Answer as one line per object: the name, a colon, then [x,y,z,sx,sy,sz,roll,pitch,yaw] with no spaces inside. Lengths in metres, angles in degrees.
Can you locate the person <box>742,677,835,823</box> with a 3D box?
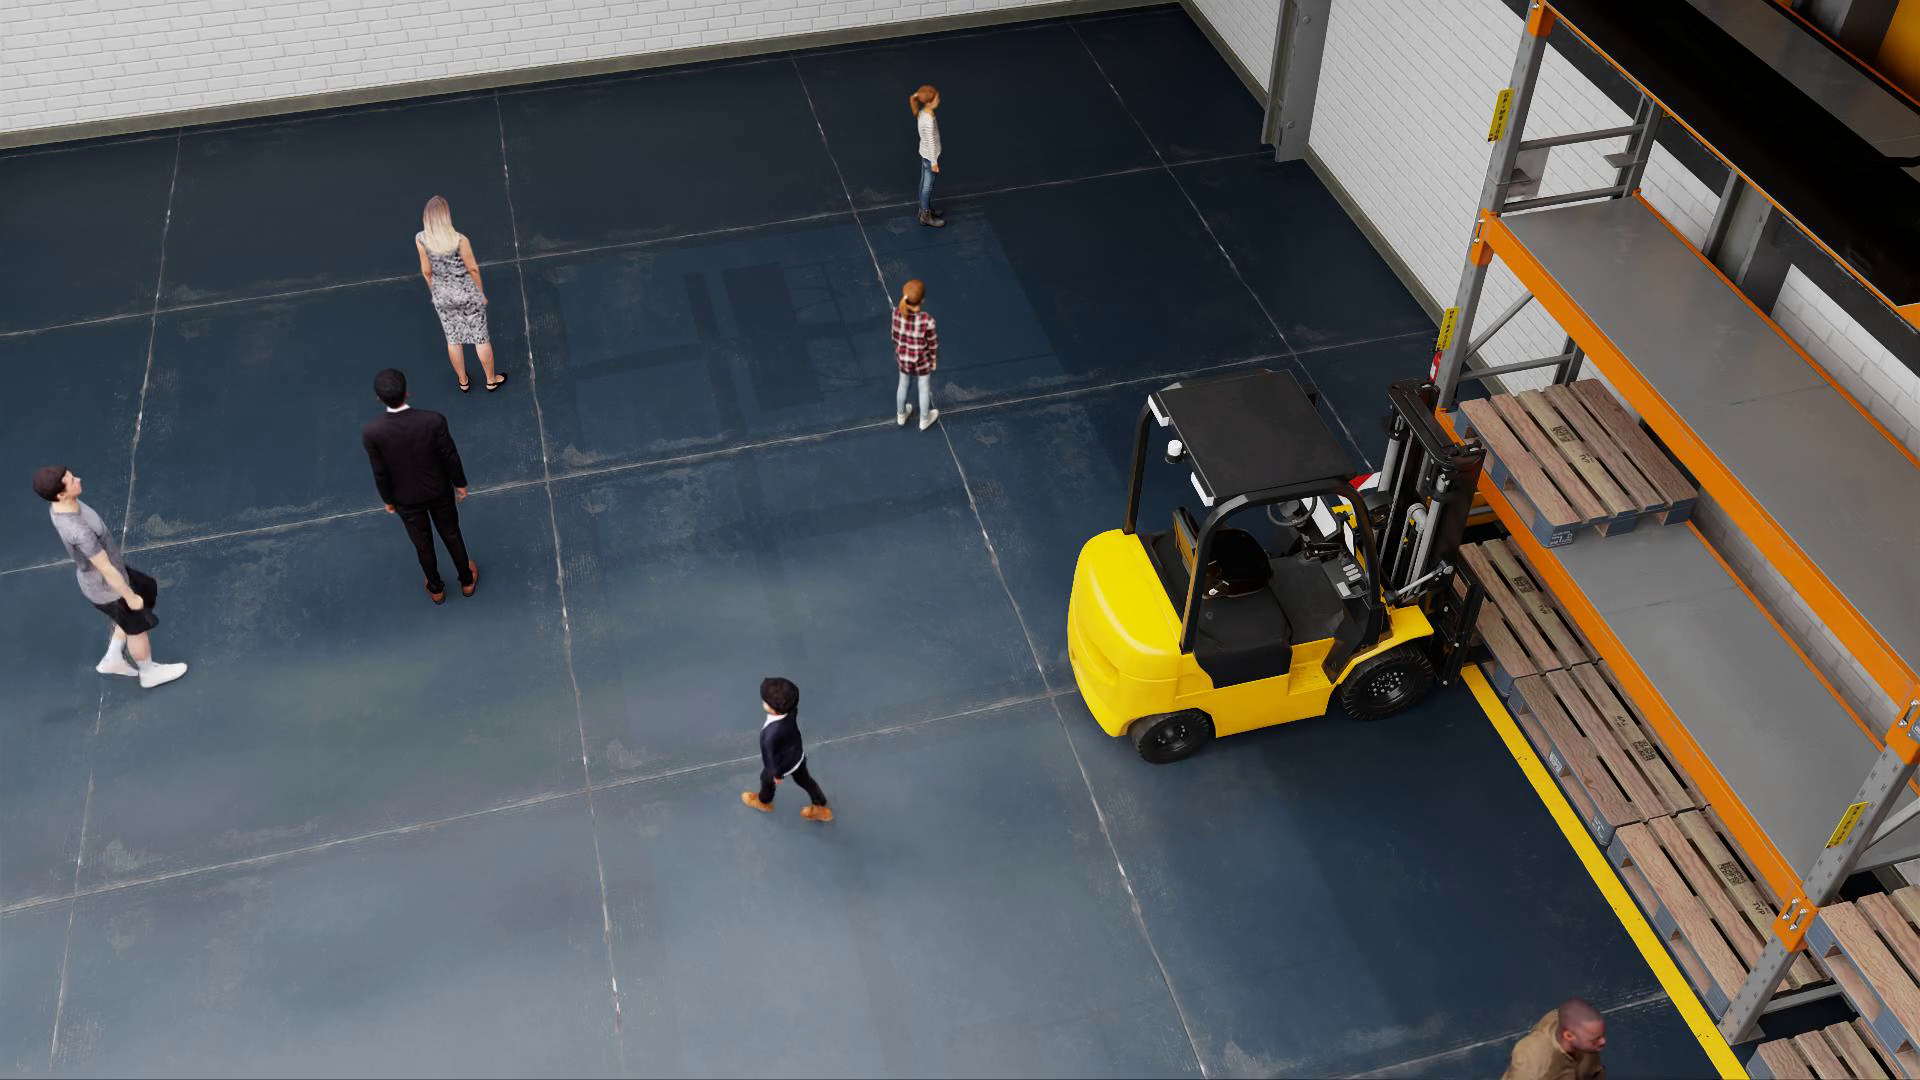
person: [-0.980,1.257,9.751,0.855,1.202,0.826,17,46,18]

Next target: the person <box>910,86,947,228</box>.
person: [-0.275,-3.356,14.510,0.558,1.316,0.464,-5,44,-6]

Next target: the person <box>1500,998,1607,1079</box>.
person: [2.641,2.633,7.872,1.056,1.801,0.971,32,52,29]

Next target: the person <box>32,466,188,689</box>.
person: [-5.364,0.290,10.292,0.842,1.855,0.807,-24,49,-23]

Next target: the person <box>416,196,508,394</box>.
person: [-3.827,-1.845,12.643,0.631,1.704,0.592,2,44,2]

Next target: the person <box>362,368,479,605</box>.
person: [-3.548,-0.340,10.934,0.721,1.882,0.570,-15,46,-15]

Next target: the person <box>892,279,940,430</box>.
person: [-0.340,-1.387,12.451,0.627,1.306,0.673,16,46,16]
